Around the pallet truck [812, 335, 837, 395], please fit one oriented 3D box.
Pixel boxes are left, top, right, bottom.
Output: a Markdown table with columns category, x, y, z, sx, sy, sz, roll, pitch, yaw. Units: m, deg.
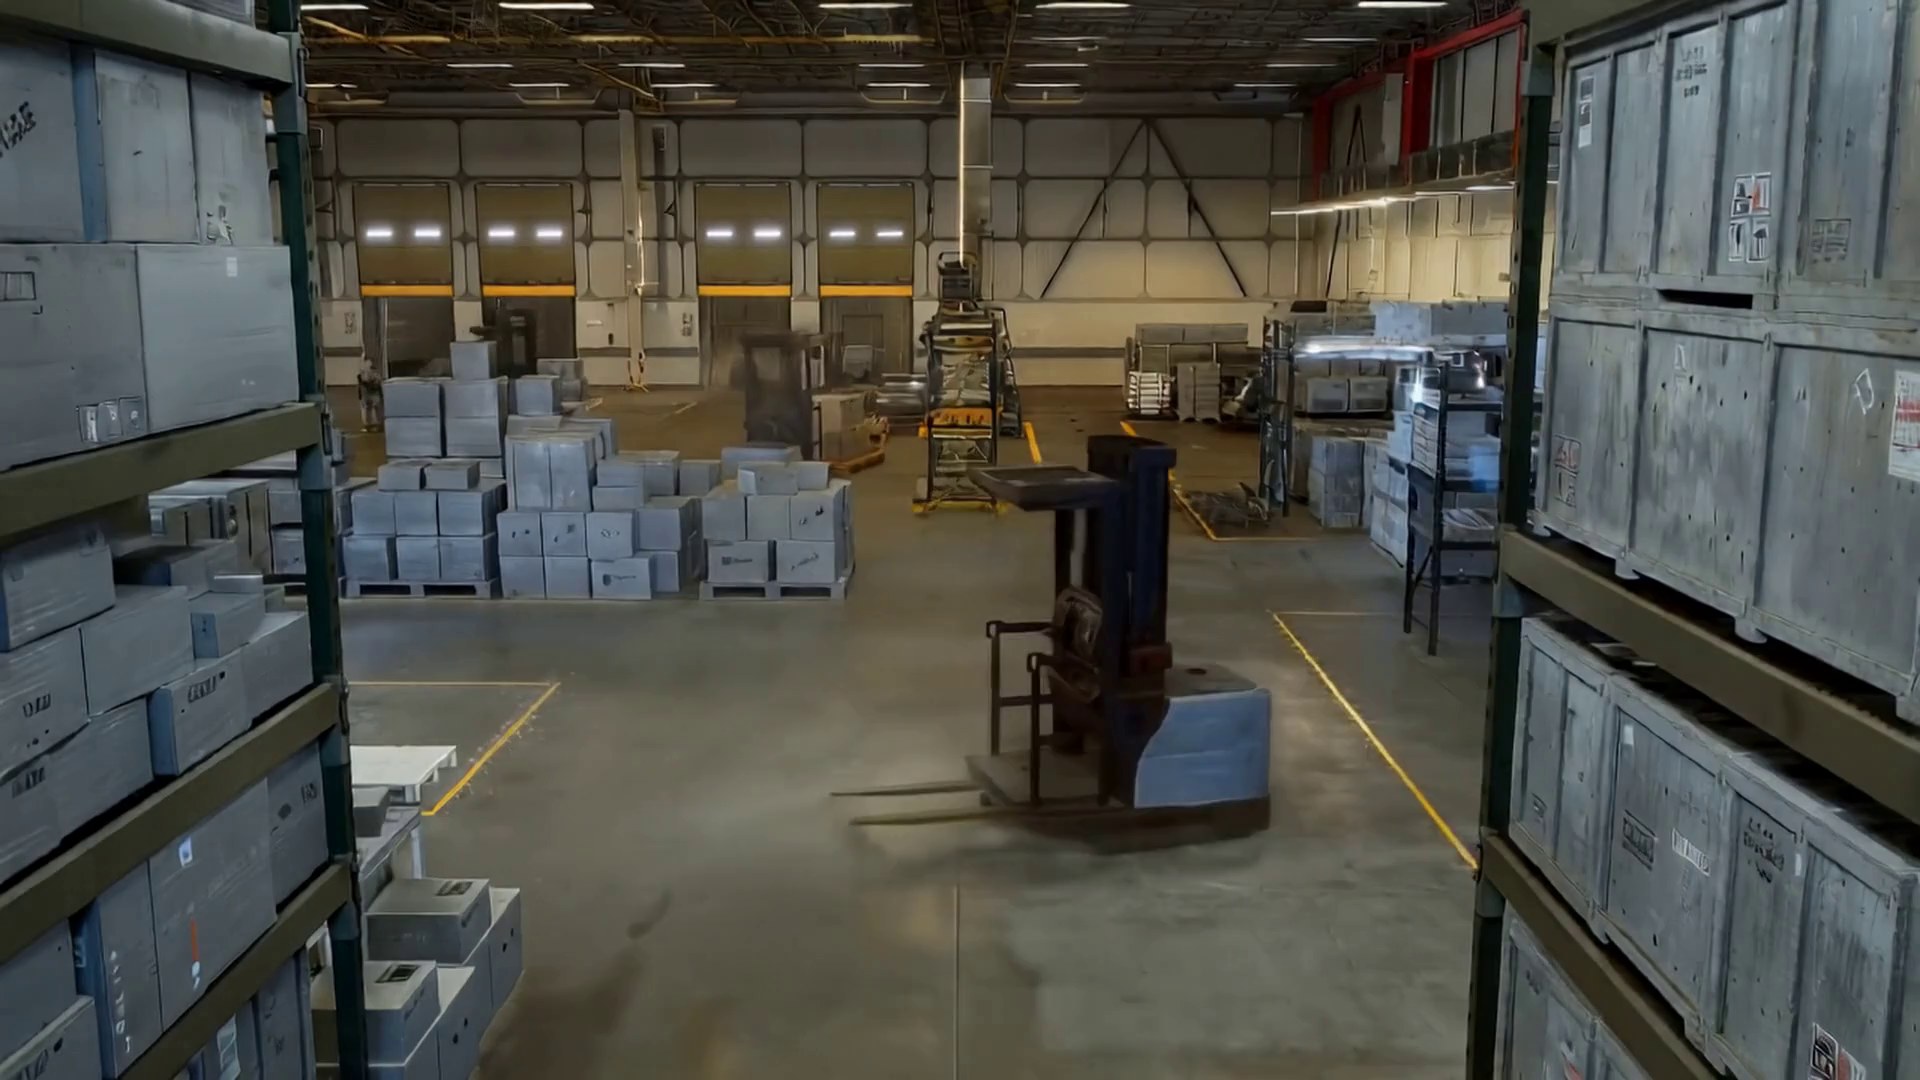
| category | x | y | z | sx | sy | sz | roll | pitch | yaw |
| --- | --- | --- | --- | --- | --- | --- | --- | --- | --- |
| pallet truck | -3.021 | -4.312 | 43.126 | 1.885 | 1.965 | 0.823 | 3 | 10 | 17 |

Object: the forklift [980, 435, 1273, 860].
| category | x | y | z | sx | sy | sz | roll | pitch | yaw |
| --- | --- | --- | --- | --- | --- | --- | --- | --- | --- |
| forklift | 1.194 | 0.678 | 11.791 | 1.873 | 2.768 | 1.129 | -3 | 10 | -15 |

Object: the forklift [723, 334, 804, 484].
| category | x | y | z | sx | sy | sz | roll | pitch | yaw |
| --- | --- | --- | --- | --- | --- | --- | --- | --- | --- |
| forklift | -3.008 | -1.909 | 26.713 | 1.129 | 2.768 | 1.873 | 3 | 10 | 15 |

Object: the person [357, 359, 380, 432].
| category | x | y | z | sx | sy | sz | roll | pitch | yaw |
| --- | --- | --- | --- | --- | --- | --- | --- | --- | --- |
| person | -13.656 | -3.344 | 38.411 | 0.532 | 1.696 | 0.318 | 0 | 10 | 1 |

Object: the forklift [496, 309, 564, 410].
| category | x | y | z | sx | sy | sz | roll | pitch | yaw |
| --- | --- | --- | --- | --- | --- | --- | --- | --- | --- |
| forklift | -10.113 | -3.891 | 38.150 | 1.873 | 2.768 | 1.129 | 6 | 12 | 31 |
